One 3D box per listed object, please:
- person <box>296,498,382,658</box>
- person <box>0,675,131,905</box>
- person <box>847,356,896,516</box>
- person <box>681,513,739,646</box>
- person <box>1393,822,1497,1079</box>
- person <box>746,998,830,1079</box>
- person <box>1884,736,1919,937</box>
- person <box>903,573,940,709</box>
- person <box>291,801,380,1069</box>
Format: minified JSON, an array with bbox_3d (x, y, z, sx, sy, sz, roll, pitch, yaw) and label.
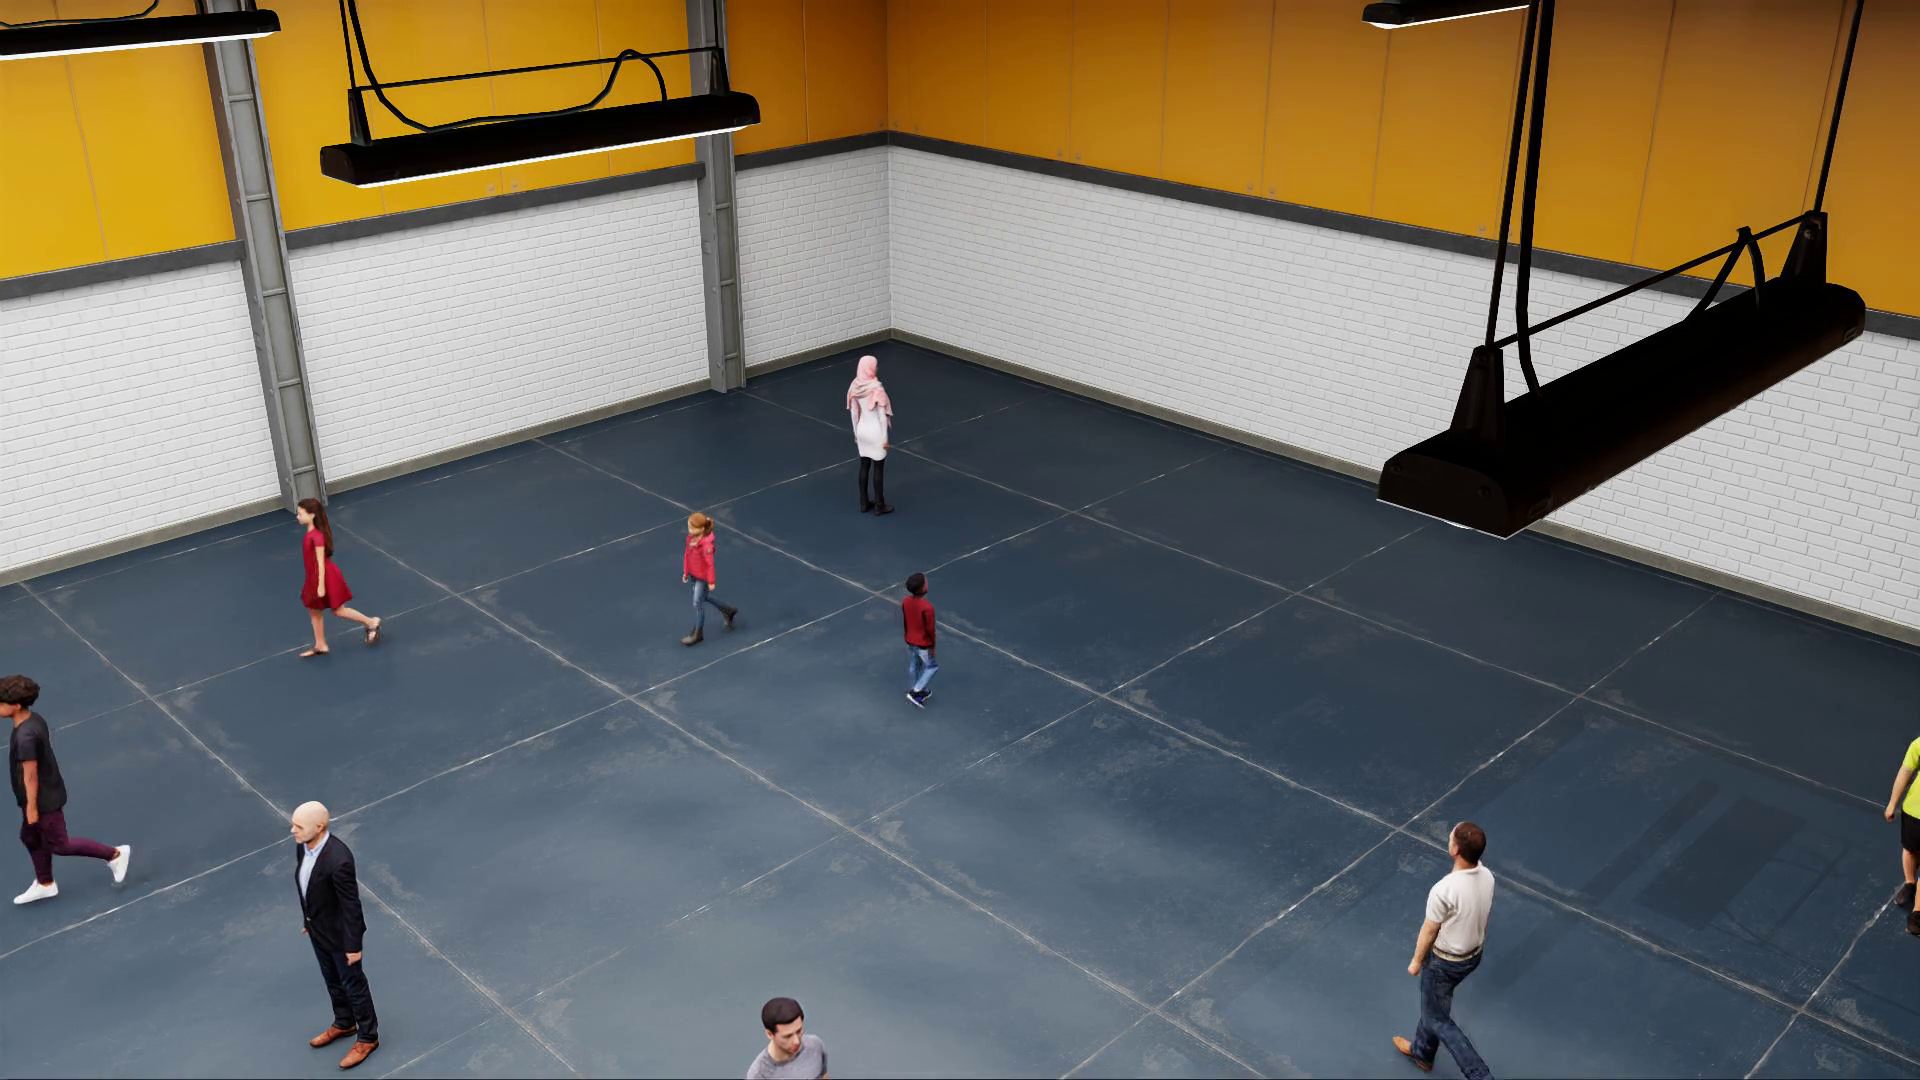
[{"bbox_3d":[-5.765,0.334,15.270,0.993,1.531,0.623,-17,29,-33],"label":"person"},{"bbox_3d":[-6.403,1.755,11.731,1.072,1.764,0.774,-14,27,-29],"label":"person"},{"bbox_3d":[-0.983,-1.154,18.334,0.651,1.803,0.617,17,29,33],"label":"person"},{"bbox_3d":[-2.364,0.329,15.578,0.890,1.295,0.601,-15,28,-31],"label":"person"},{"bbox_3d":[2.971,2.542,9.844,1.065,1.831,0.812,-17,29,-33],"label":"person"},{"bbox_3d":[-0.865,3.096,8.537,0.522,1.863,0.735,-19,30,-37],"label":"person"},{"bbox_3d":[6.801,1.857,11.600,0.701,1.682,0.929,19,30,36],"label":"person"},{"bbox_3d":[-0.382,0.883,14.365,0.508,1.250,0.578,21,31,39],"label":"person"},{"bbox_3d":[-3.859,2.386,10.242,0.713,1.800,0.614,17,29,34],"label":"person"}]
